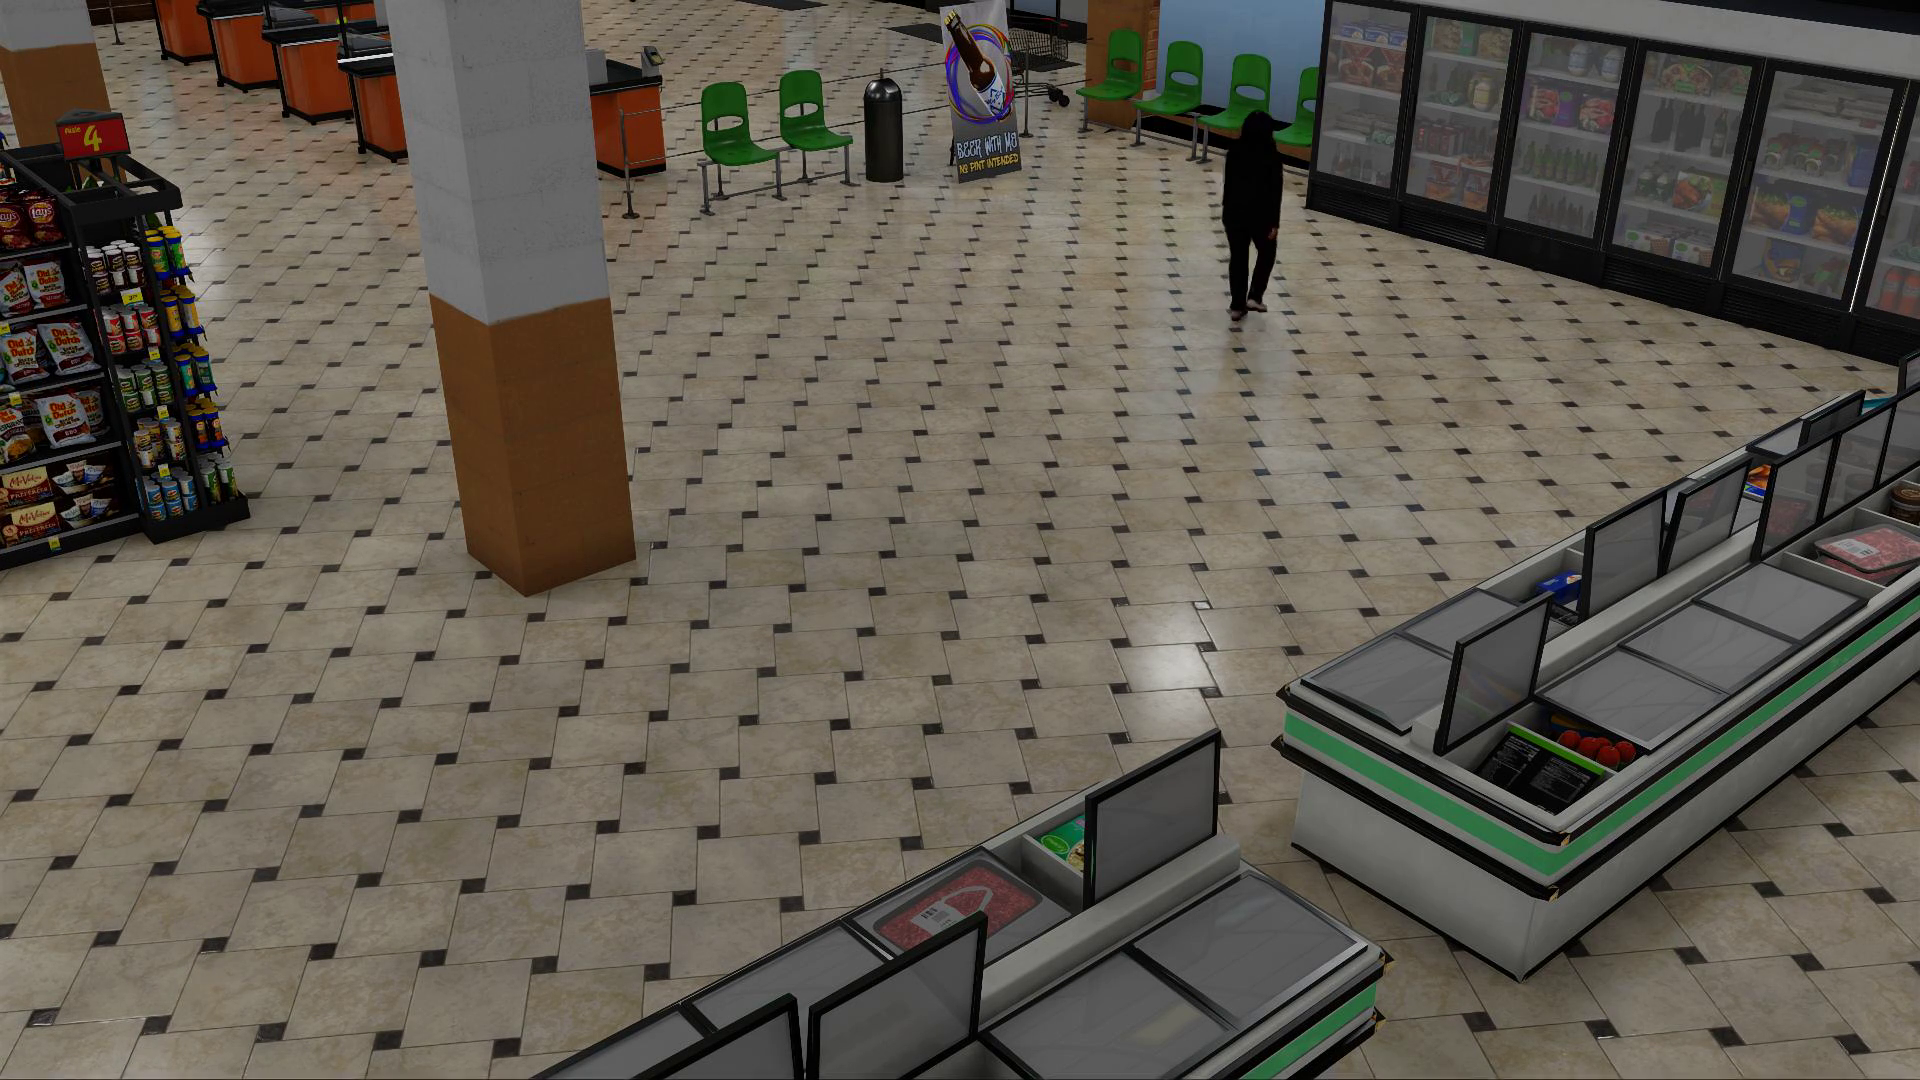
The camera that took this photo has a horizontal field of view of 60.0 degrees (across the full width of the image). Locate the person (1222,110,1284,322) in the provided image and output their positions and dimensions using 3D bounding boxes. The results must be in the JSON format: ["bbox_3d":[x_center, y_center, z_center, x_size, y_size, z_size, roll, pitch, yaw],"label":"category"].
[{"bbox_3d":[2.180,-2.434,12.679,0.744,1.605,0.764,12,29,23],"label":"person"}]
